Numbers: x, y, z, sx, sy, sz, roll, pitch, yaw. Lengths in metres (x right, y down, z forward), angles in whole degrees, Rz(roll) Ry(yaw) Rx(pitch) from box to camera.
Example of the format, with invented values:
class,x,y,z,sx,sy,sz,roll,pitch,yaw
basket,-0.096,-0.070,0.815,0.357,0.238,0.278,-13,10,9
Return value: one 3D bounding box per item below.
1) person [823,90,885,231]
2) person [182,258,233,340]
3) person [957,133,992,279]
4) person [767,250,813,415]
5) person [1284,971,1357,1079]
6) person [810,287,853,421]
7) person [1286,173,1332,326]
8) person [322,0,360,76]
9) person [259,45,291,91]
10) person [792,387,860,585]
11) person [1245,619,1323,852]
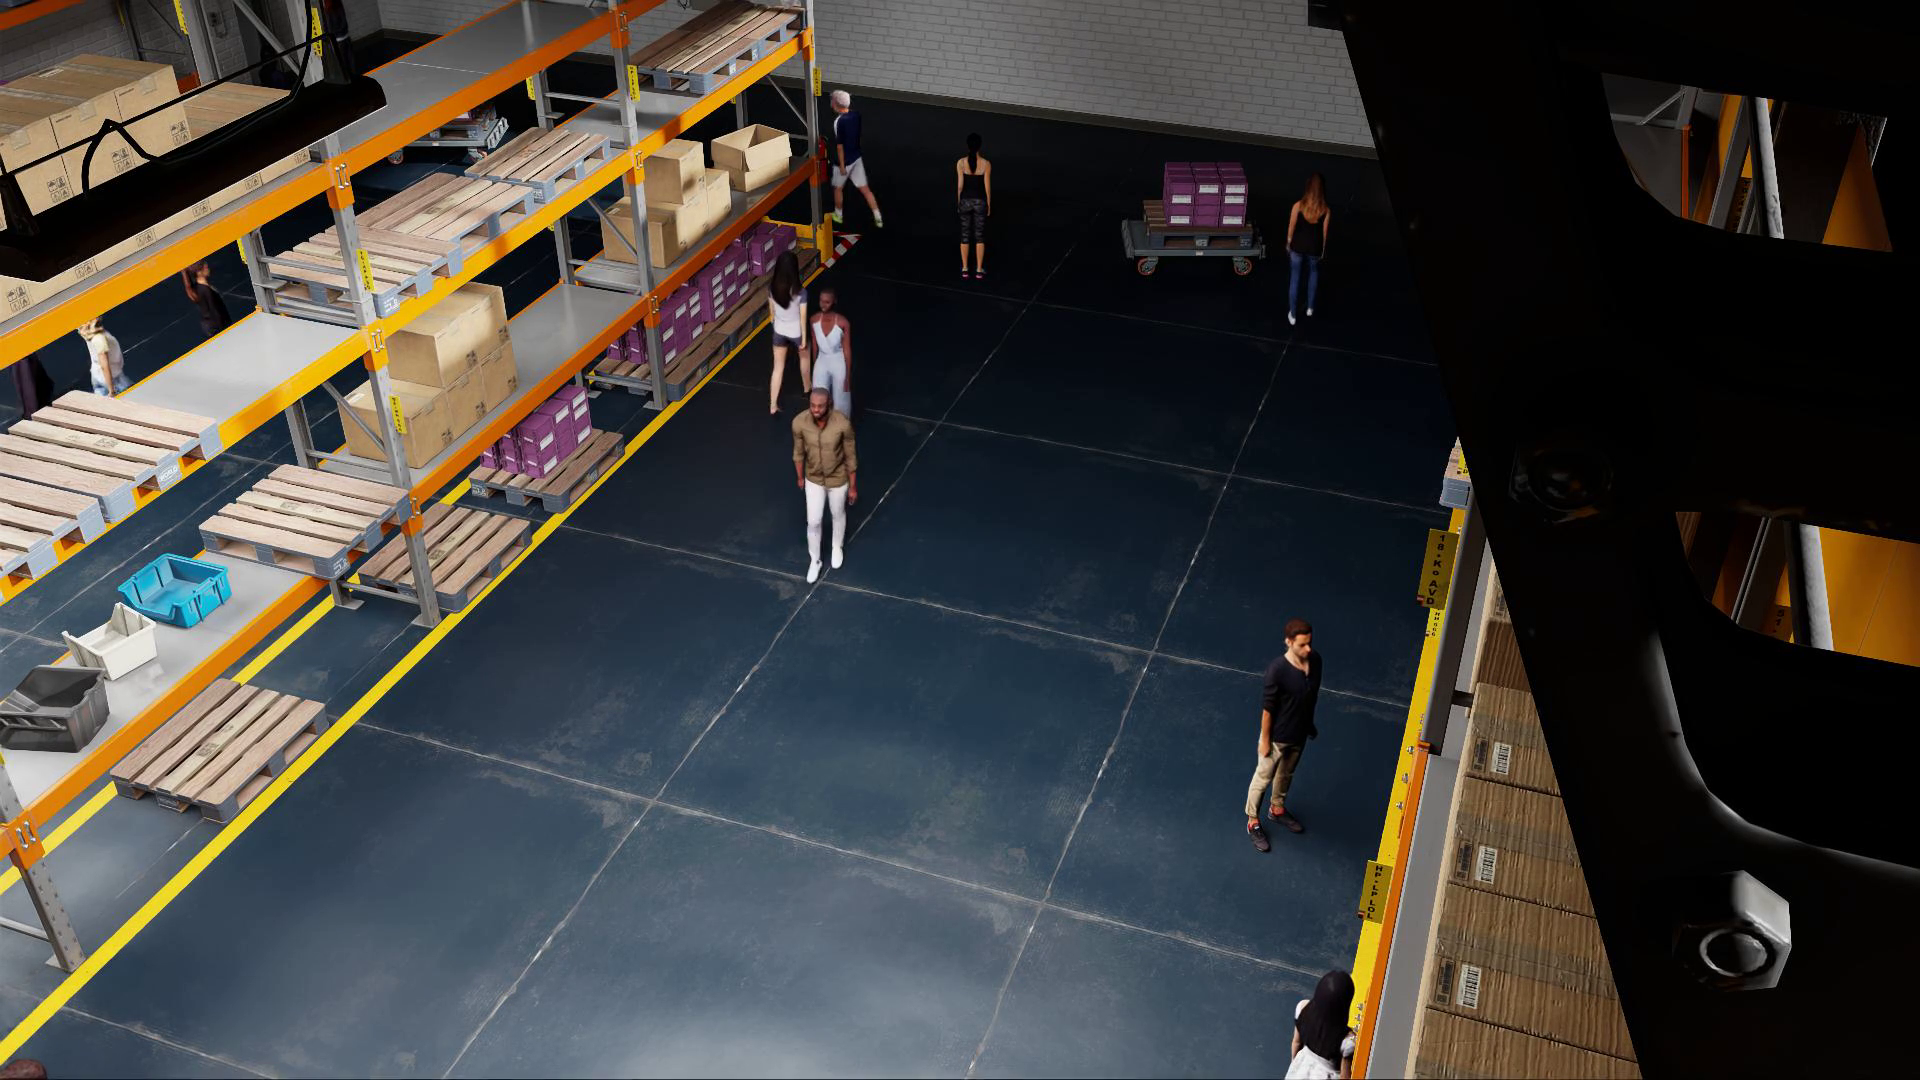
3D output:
class,x,y,z,sx,sy,sz,roll,pitch,yaw
person,-1.299,-4.626,20.471,1.020,1.784,1.227,28,42,35
person,-7.643,-2.139,16.941,0.850,1.550,0.735,-25,41,-32
person,0.150,-3.903,19.440,0.615,1.721,0.617,2,34,3
person,-1.747,-2.035,16.682,0.666,1.662,1.157,8,34,12
person,1.937,3.000,9.017,0.803,1.762,0.777,-24,40,-31
person,-1.183,-1.643,16.011,0.622,1.753,0.916,9,35,13
person,3.821,-3.174,18.356,0.654,1.706,0.688,3,34,4
person,-9.125,-7.288,24.479,0.656,1.779,0.436,14,36,20
person,-9.069,-5.720,22.165,0.609,1.731,0.530,14,36,21
person,-1.128,-0.572,14.349,0.869,1.809,0.924,1,34,1
person,2.241,1.304,11.481,0.677,1.859,0.773,-19,38,-27
